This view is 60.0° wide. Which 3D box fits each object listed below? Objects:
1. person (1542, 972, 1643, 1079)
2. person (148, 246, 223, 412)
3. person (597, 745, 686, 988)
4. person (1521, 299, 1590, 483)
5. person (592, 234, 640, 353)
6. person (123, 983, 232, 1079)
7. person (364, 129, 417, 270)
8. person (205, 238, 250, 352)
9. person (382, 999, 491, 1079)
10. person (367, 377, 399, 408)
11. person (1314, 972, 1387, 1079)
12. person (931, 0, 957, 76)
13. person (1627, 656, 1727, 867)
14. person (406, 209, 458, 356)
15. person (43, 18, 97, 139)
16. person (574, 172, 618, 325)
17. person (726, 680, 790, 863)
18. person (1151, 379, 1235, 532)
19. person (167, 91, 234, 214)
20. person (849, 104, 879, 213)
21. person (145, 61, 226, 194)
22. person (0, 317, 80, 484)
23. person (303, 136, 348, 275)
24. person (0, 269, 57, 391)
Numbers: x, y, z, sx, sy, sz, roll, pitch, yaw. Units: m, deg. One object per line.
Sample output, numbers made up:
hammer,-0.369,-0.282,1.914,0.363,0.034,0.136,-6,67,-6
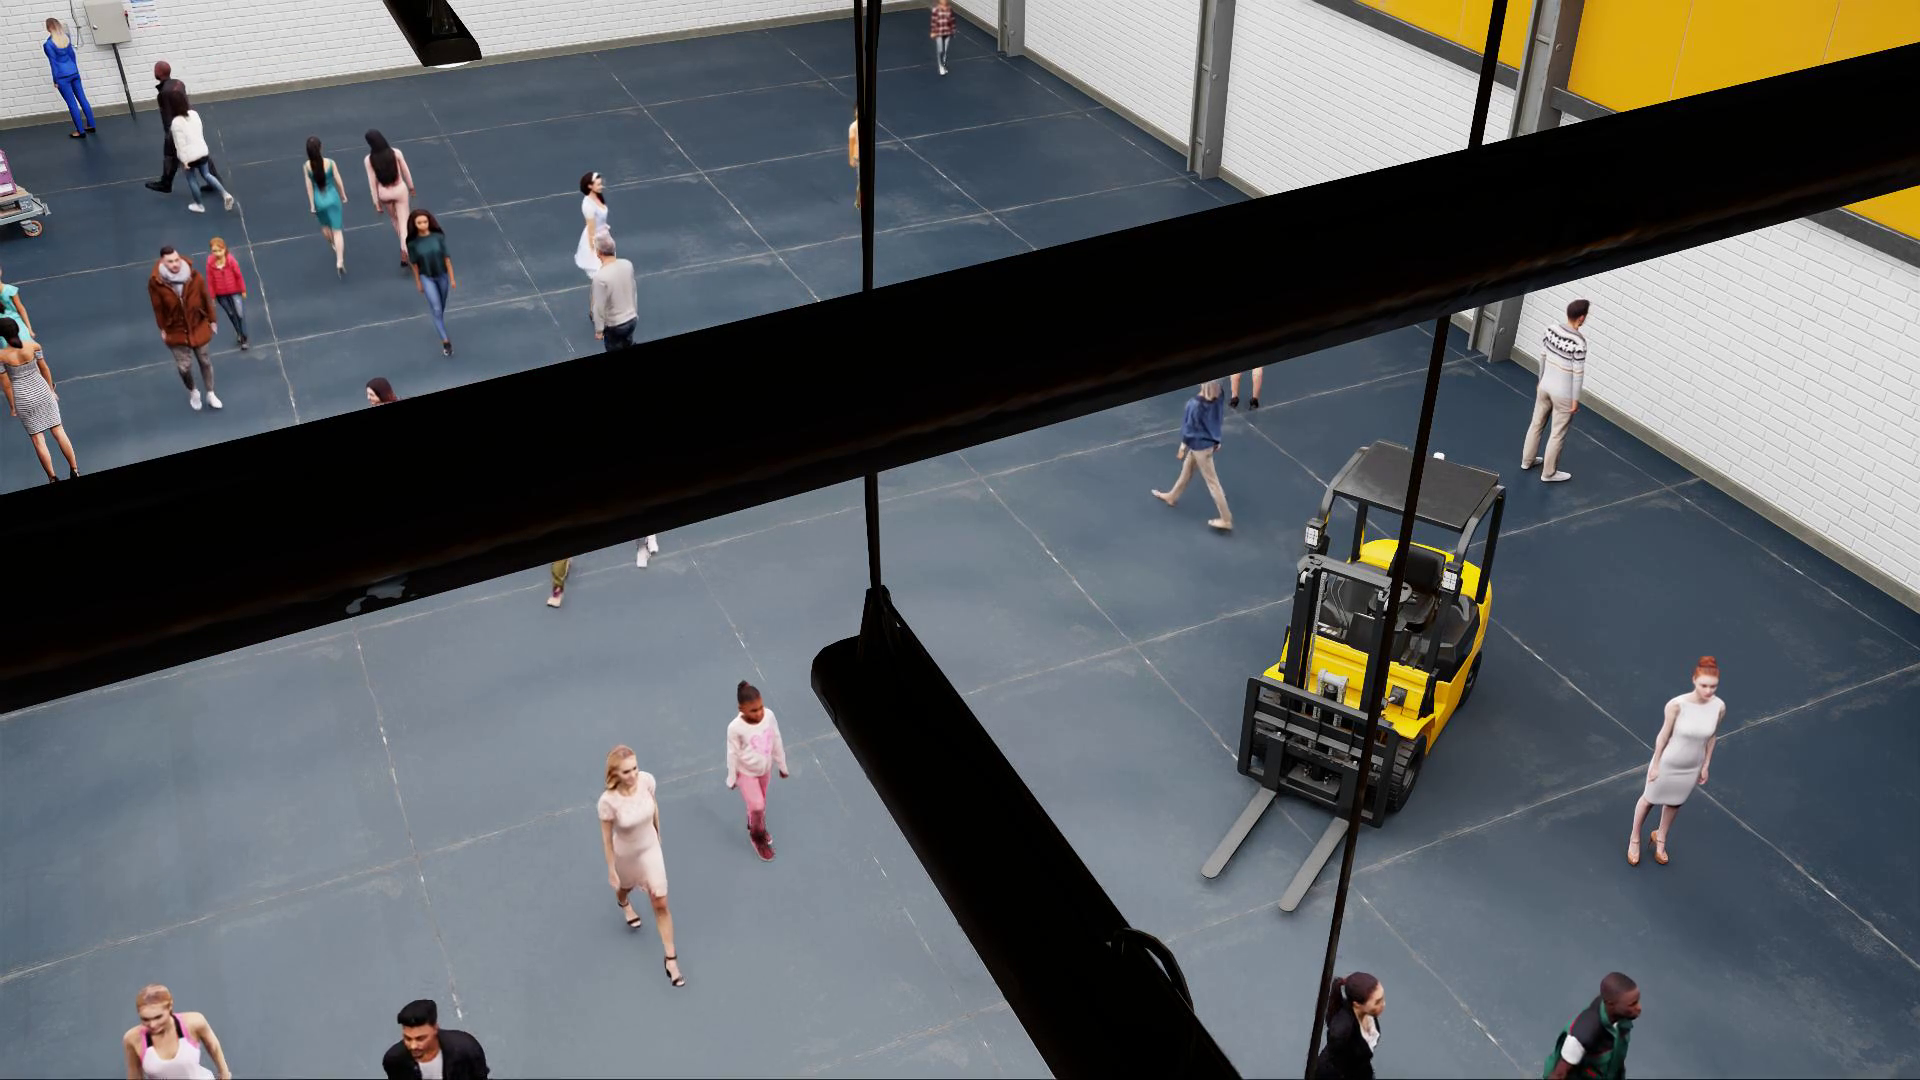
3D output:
person,3.366,3.008,9.304,1.299,1.785,0.975,29,43,36
person,-7.962,-2.187,17.085,0.763,1.823,0.725,-21,39,-29
person,-2.158,2.012,10.812,0.732,1.773,1.174,-21,39,-28
person,5.729,-1.446,15.936,0.739,1.861,0.497,-16,37,-22
person,-3.441,-2.203,17.044,1.015,1.894,0.950,17,37,24
person,-4.307,3.046,9.290,0.743,1.737,1.199,-8,35,-12
person,-6.815,-4.070,20.060,0.806,1.666,1.245,-7,34,-10
person,-8.105,-2.758,18.427,0.628,1.287,0.899,-7,34,-11
person,-2.789,3.104,9.149,0.868,1.796,1.035,-3,34,-4
person,-5.052,-0.758,15.107,0.985,1.631,0.891,26,41,33
person,2.098,2.998,9.440,0.772,1.650,0.739,21,39,28
person,-0.290,-8.094,26.448,0.563,1.296,0.614,-12,35,-17
person,4.956,1.548,11.494,0.635,1.791,0.613,0,34,0
person,-5.829,-2.915,18.405,0.609,1.574,1.082,-16,37,-23
person,-12.831,-6.661,23.927,0.763,1.701,0.691,9,35,14
person,-4.099,-3.274,18.735,0.890,1.806,0.813,1,34,2
person,-1.502,1.566,11.786,0.662,1.438,0.720,-26,42,-34
person,2.289,-0.822,15.189,1.231,1.647,0.988,22,40,30
person,-9.842,-4.989,21.482,1.055,1.622,0.969,13,36,19
person,-1.307,-4.996,21.643,0.609,1.455,0.624,-27,42,-34
person,-10.188,-5.414,21.970,1.092,1.789,1.240,-2,34,-3
person,-8.740,-1.285,15.728,0.658,1.822,0.665,27,42,34
person,-7.582,-3.984,19.955,0.640,1.638,1.058,-11,35,-16
person,-9.897,-2.209,17.358,0.618,1.558,0.633,-3,34,-5
